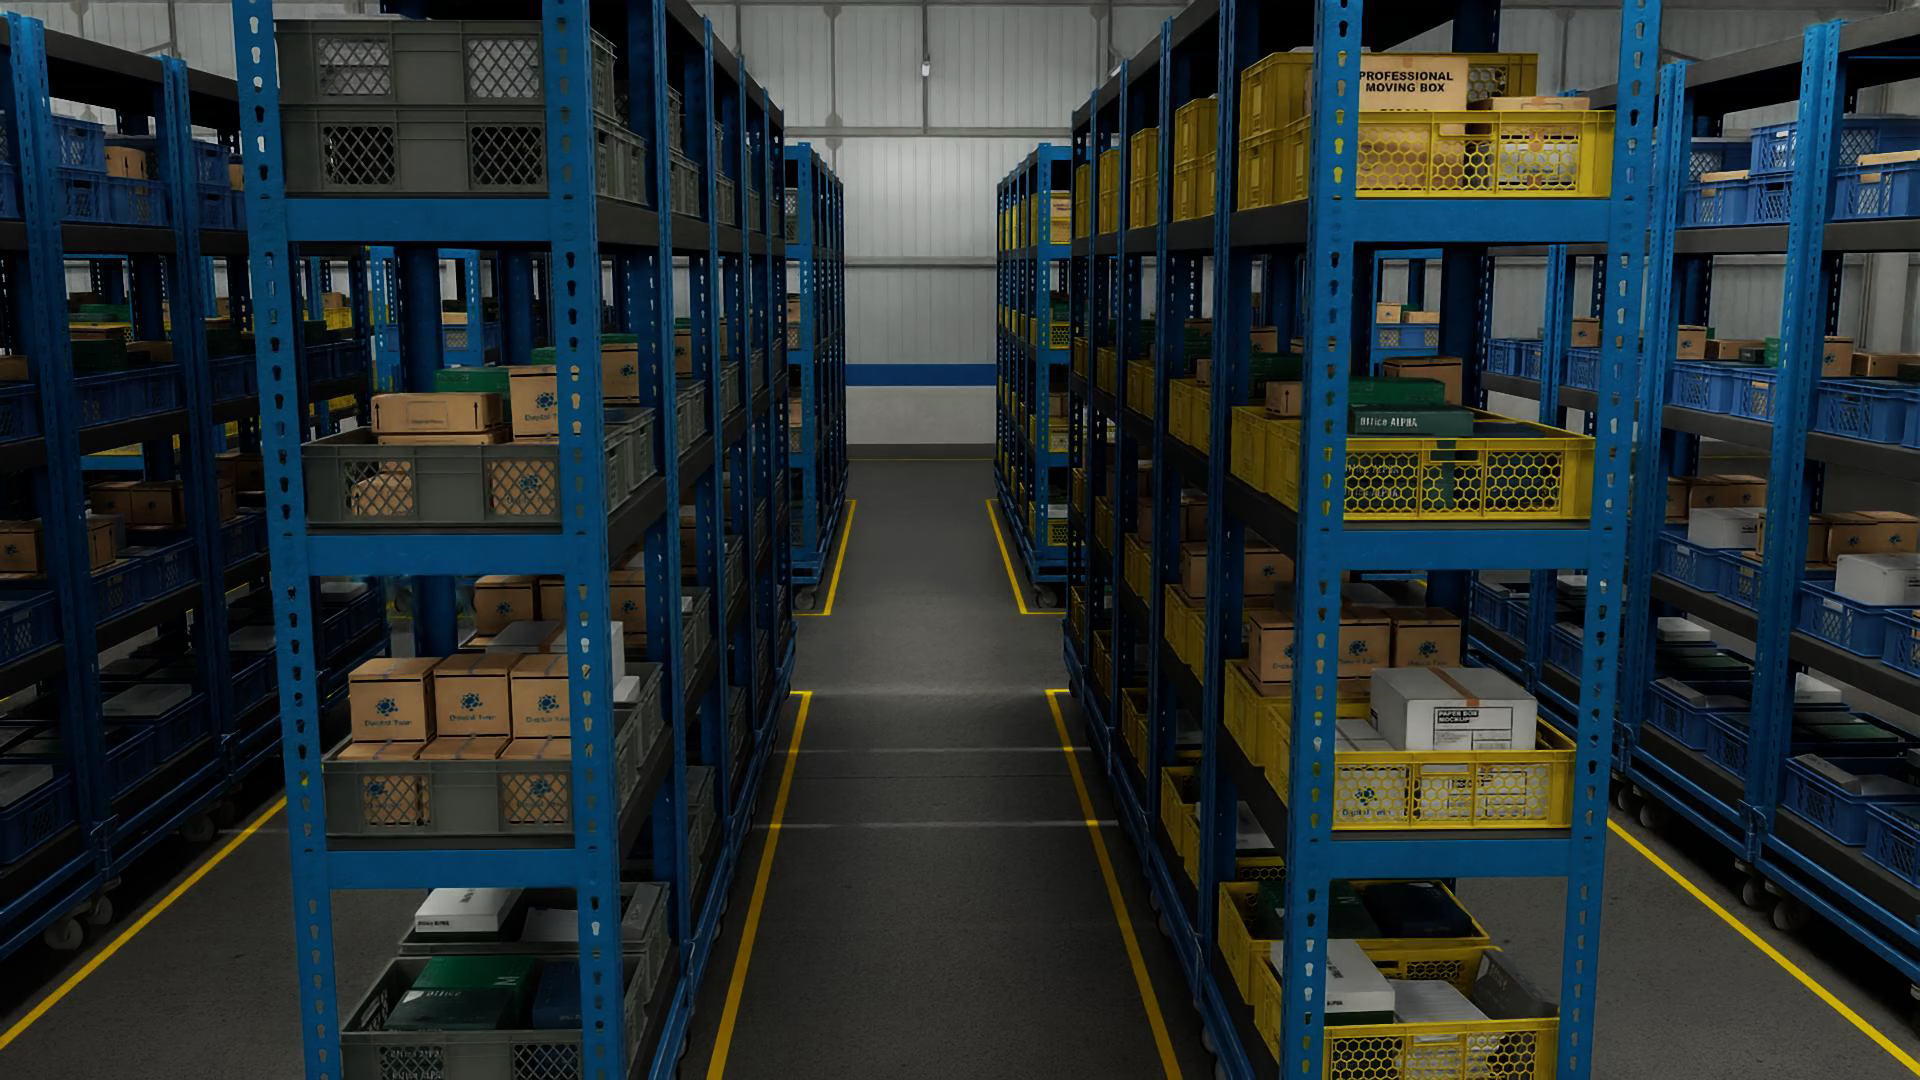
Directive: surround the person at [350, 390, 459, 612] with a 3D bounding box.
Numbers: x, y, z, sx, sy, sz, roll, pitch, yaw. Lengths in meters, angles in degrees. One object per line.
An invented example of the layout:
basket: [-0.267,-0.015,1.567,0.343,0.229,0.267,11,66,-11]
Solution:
person: [-4.176,-0.208,12.137,0.917,1.812,0.572,0,9,1]
